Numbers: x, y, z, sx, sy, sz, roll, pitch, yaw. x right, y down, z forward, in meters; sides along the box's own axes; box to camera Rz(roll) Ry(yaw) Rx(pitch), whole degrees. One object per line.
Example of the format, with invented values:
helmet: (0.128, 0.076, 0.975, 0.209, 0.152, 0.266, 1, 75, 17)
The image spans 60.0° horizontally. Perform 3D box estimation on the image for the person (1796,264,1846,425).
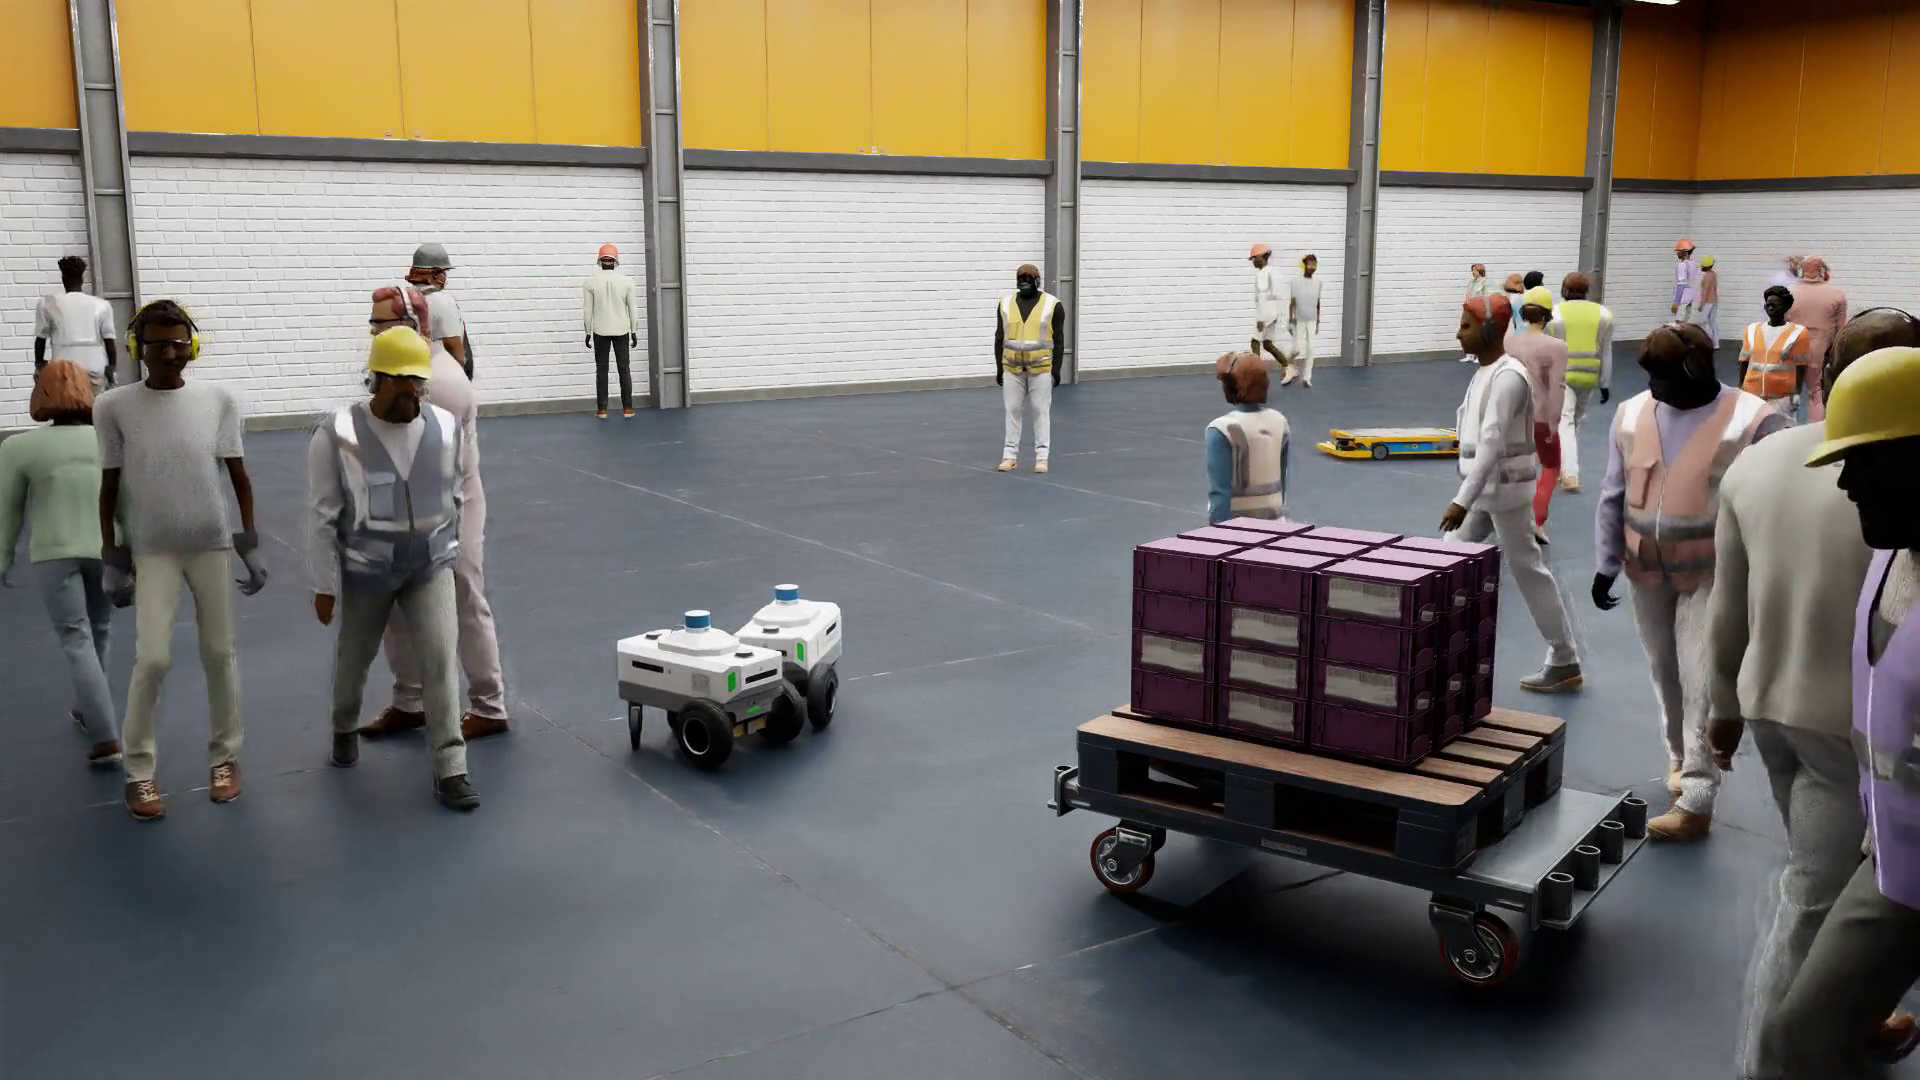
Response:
person: (8.961, -2.001, 17.483, 0.577, 1.802, 0.882, 6, 12, 28)

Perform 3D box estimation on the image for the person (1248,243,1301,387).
person: (4.308, -3.100, 23.013, 0.824, 2.000, 0.680, 5, 11, 25)

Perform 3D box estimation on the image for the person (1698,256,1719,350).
person: (13.747, -4.329, 30.494, 0.431, 1.725, 0.599, 7, 13, 34)

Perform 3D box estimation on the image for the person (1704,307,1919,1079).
person: (2.133, 0.434, 3.838, 0.786, 1.919, 0.671, -3, 11, -18)

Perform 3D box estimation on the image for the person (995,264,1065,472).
person: (0.604, -1.514, 14.721, 0.624, 1.844, 0.430, 3, 11, 16)

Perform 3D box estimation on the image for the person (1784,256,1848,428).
person: (8.193, -1.790, 16.124, 0.724, 1.903, 0.415, 4, 11, 20)

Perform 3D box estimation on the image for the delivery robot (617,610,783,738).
delivery robot: (-1.066, 0.530, 6.784, 0.707, 0.478, 0.477, 8, 13, 36)

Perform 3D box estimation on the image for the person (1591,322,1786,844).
person: (2.612, 0.116, 5.968, 0.809, 1.785, 0.639, -8, 13, -38)

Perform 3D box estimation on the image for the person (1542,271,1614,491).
person: (5.053, -1.322, 13.806, 0.641, 1.798, 0.950, 0, 10, -1)

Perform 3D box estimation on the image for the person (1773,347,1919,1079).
person: (1.739, 0.609, 2.963, 0.589, 1.879, 0.723, 1, 10, 6)

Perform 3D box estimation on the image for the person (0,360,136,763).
person: (-3.562, 0.077, 6.686, 0.517, 1.586, 0.856, -10, 14, -42)

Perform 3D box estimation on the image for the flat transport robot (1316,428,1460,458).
flat transport robot: (4.187, -0.930, 15.822, 1.431, 0.197, 0.652, -1, 10, -8)

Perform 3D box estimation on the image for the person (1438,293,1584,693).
person: (2.412, -0.197, 7.570, 1.025, 1.833, 0.587, 0, 10, -1)

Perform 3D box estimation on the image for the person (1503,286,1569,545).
person: (3.799, -0.810, 11.106, 0.526, 1.753, 0.390, 9, 13, 40)

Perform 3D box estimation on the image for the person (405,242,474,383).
person: (-3.864, -1.178, 12.329, 0.687, 2.000, 0.535, 7, 12, 33)

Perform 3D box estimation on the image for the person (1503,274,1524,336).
person: (7.154, -2.603, 21.369, 0.839, 1.596, 0.507, -2, 11, -10)

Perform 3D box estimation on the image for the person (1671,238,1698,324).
person: (12.135, -4.033, 27.967, 0.367, 2.046, 0.608, 9, 14, 40)

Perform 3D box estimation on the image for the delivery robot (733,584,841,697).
delivery robot: (-0.754, 0.438, 7.288, 0.477, 0.478, 0.707, 2, 11, 9)

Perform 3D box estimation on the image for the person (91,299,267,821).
person: (-2.833, 0.064, 6.055, 0.507, 1.851, 0.445, -8, 13, -37)

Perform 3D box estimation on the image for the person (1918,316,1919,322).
person: (2.911, 0.219, 5.032, 0.577, 1.904, 0.860, 8, 13, 38)

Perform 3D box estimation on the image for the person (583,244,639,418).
person: (-4.021, -2.402, 19.165, 0.622, 1.994, 0.381, -3, 11, -15)

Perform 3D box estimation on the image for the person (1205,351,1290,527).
person: (1.279, -0.011, 7.165, 0.542, 1.598, 0.821, -8, 13, -38)

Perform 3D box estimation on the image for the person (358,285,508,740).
person: (-2.222, -0.082, 6.773, 0.708, 1.881, 0.680, -7, 13, -36)

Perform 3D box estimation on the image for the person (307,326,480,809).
person: (-2.163, 0.071, 6.284, 0.606, 1.771, 1.012, -7, 12, -32)

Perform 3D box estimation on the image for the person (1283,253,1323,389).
person: (4.739, -3.029, 22.997, 0.530, 1.853, 0.637, -2, 11, -11)

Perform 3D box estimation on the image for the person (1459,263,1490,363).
person: (8.555, -3.753, 27.546, 0.308, 1.641, 0.517, -5, 11, -24)

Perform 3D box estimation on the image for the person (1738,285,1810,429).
person: (6.437, -1.168, 13.221, 0.319, 1.696, 0.532, -10, 14, -44)

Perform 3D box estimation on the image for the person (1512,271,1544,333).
person: (6.588, -2.260, 19.206, 0.366, 1.685, 0.551, -5, 11, -24)

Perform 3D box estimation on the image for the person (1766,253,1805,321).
person: (12.004, -3.279, 24.399, 0.654, 1.857, 0.855, -4, 11, -23)

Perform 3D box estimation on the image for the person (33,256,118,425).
person: (-7.732, -1.517, 14.569, 0.623, 1.913, 1.024, -9, 14, -42)
